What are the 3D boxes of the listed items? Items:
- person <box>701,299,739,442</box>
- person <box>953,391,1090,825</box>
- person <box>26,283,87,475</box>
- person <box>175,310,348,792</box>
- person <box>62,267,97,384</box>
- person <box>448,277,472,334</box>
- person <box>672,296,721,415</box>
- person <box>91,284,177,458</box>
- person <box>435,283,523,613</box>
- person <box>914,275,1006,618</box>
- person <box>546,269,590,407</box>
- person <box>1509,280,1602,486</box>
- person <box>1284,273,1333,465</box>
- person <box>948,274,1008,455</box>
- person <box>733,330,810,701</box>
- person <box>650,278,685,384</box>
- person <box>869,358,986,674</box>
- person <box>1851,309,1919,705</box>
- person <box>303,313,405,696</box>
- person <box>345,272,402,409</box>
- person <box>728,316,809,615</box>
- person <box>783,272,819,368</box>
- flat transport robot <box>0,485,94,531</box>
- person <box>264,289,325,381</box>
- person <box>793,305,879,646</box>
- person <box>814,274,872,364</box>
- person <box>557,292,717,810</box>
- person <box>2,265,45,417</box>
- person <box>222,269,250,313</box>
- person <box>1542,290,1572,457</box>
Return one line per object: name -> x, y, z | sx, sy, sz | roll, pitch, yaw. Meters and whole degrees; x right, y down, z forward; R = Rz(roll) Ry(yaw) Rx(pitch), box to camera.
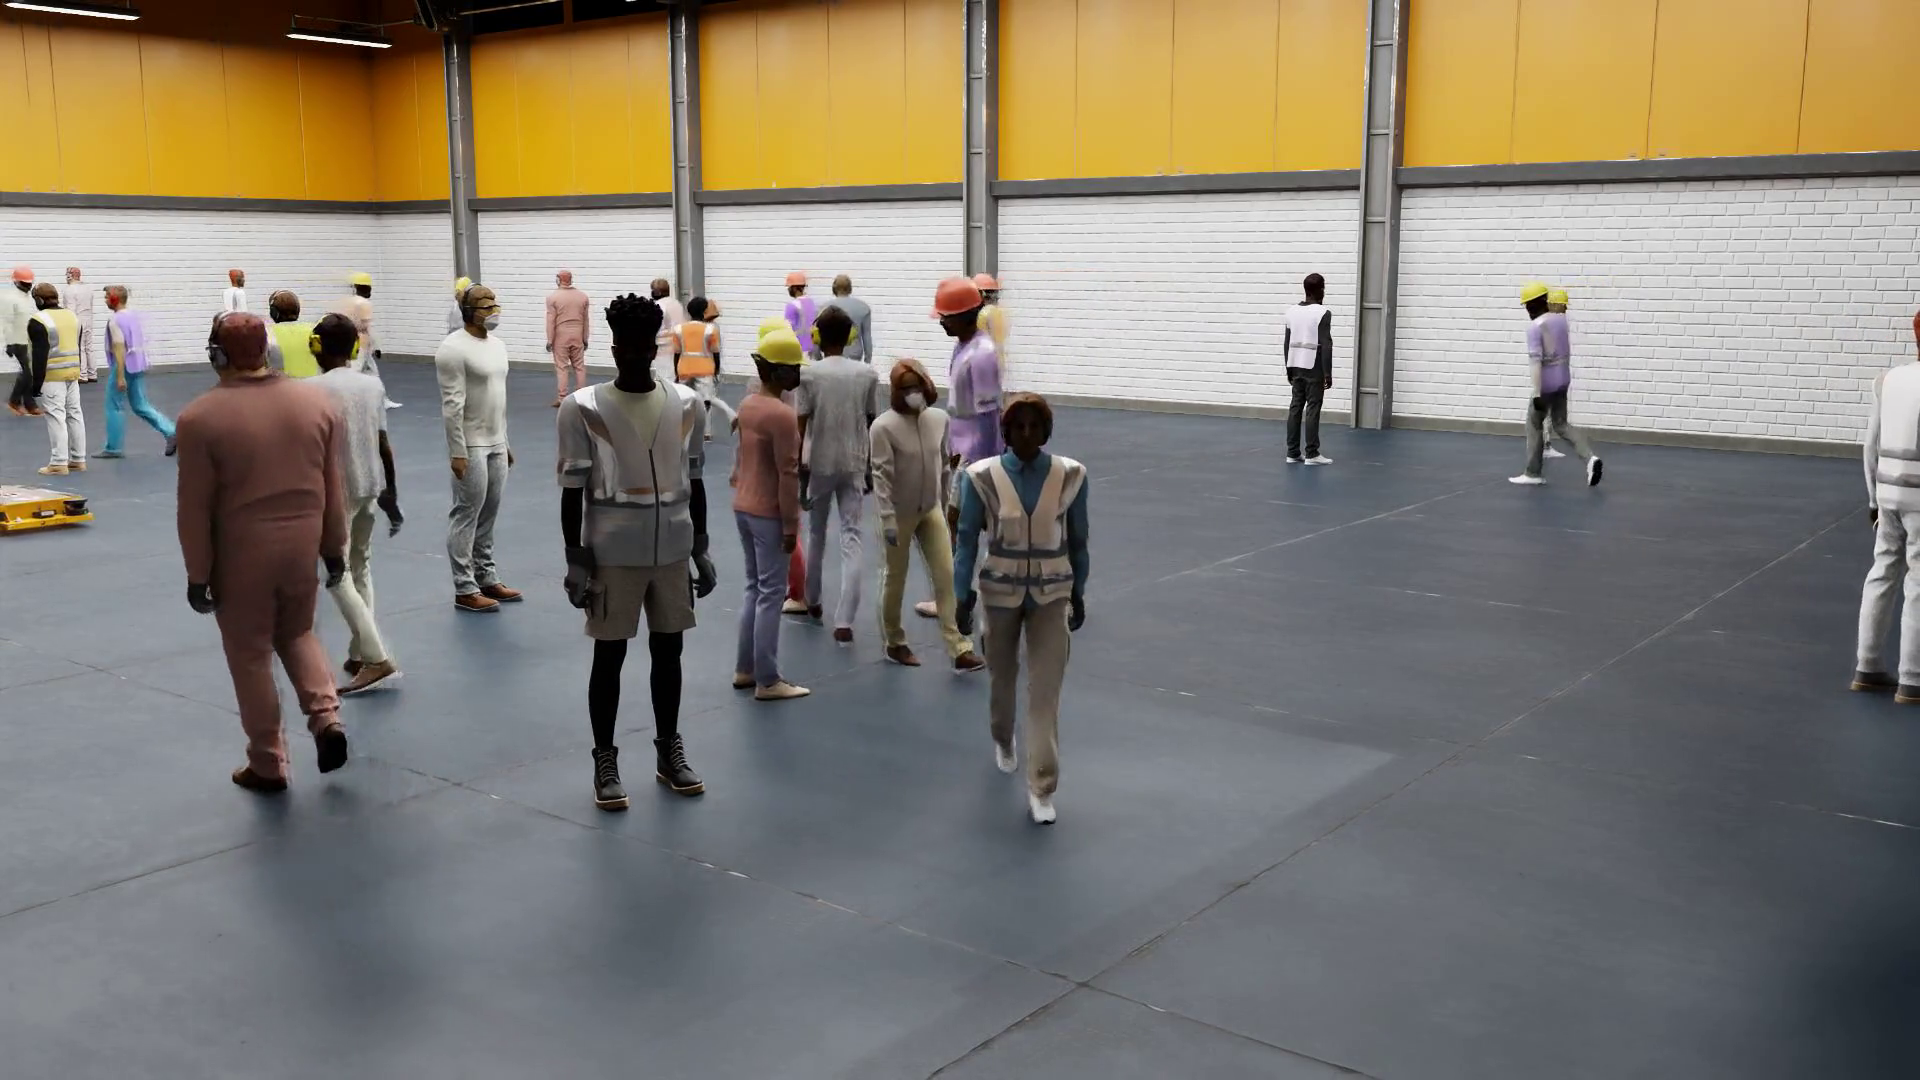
person -> -2.777, -1.899, 18.686 | 0.533, 1.615, 0.510 | 1, 10, 8
person -> 0.236, 0.209, 6.467 | 0.530, 1.598, 0.847 | 0, 10, -2
person -> -8.707, -1.545, 15.996 | 0.430, 1.838, 0.619 | 2, 10, 9
person -> -2.713, 0.057, 6.472 | 0.452, 1.894, 0.652 | 8, 12, 38
person -> -14.453, -3.511, 27.238 | 0.403, 1.906, 0.651 | 1, 10, 3
person -> -7.238, -2.910, 24.118 | 0.741, 1.794, 0.406 | 9, 14, 44
person -> -2.845, -1.780, 17.852 | 0.545, 1.669, 0.693 | 2, 10, 9
person -> -8.579, -1.743, 17.214 | 0.848, 1.817, 0.577 | 0, 10, -2
person -> -2.863, -0.553, 9.920 | 0.378, 1.940, 0.629 | 2, 10, 14
person -> 0.175, -0.521, 9.586 | 0.808, 1.994, 0.671 | -1, 10, -5
person -> -5.431, -2.778, 22.969 | 0.651, 1.906, 0.403 | -8, 13, -40
person -> 5.402, -1.394, 14.995 | 0.685, 1.877, 0.798 | -8, 12, -38
person -> 3.506, -1.716, 16.751 | 0.376, 1.917, 0.600 | -6, 12, -33
person -> 0.162, -1.715, 16.762 | 0.798, 1.906, 0.564 | 5, 11, 27
person -> -0.888, -0.119, 7.934 | 0.359, 1.758, 0.531 | -6, 12, -33
person -> -3.710, -2.263, 20.240 | 0.874, 1.806, 0.660 | 4, 11, 22
person -> -0.182, -0.098, 8.264 | 0.513, 1.586, 0.816 | -7, 12, -36
person -> 4.516, -0.169, 7.845 | 0.339, 1.882, 0.584 | -2, 10, -12
person -> -2.959, -0.187, 8.153 | 0.619, 1.831, 0.583 | 6, 11, 32
person -> -8.041, -2.645, 22.300 | 1.004, 1.879, 0.607 | -8, 13, -39
person -> -1.109, -0.440, 9.840 | 0.691, 1.745, 0.536 | 7, 12, 34
person -> -2.048, -2.394, 20.784 | 0.977, 1.882, 0.565 | 5, 11, 29
flat transport robot -> -7.511, -0.265, 13.091 | 1.431, 0.197, 0.652 | 7, 12, 35
person -> -5.094, -0.978, 12.674 | 0.429, 1.846, 0.626 | 9, 13, 41
person -> -0.698, -0.378, 9.230 | 0.498, 1.820, 0.959 | -2, 10, -11
person -> -1.337, -2.077, 18.980 | 0.651, 1.880, 1.037 | -4, 11, -22
person -> -1.229, 0.039, 6.392 | 0.617, 1.963, 0.361 | -6, 12, -33
person -> -12.015, -2.542, 21.408 | 0.458, 1.962, 0.672 | 0, 10, 1
person -> -11.156, -3.240, 25.719 | 0.584, 1.883, 0.337 | 7, 12, 35
person -> 6.184, -1.737, 17.387 | 0.310, 1.741, 0.493 | 0, 10, -2
